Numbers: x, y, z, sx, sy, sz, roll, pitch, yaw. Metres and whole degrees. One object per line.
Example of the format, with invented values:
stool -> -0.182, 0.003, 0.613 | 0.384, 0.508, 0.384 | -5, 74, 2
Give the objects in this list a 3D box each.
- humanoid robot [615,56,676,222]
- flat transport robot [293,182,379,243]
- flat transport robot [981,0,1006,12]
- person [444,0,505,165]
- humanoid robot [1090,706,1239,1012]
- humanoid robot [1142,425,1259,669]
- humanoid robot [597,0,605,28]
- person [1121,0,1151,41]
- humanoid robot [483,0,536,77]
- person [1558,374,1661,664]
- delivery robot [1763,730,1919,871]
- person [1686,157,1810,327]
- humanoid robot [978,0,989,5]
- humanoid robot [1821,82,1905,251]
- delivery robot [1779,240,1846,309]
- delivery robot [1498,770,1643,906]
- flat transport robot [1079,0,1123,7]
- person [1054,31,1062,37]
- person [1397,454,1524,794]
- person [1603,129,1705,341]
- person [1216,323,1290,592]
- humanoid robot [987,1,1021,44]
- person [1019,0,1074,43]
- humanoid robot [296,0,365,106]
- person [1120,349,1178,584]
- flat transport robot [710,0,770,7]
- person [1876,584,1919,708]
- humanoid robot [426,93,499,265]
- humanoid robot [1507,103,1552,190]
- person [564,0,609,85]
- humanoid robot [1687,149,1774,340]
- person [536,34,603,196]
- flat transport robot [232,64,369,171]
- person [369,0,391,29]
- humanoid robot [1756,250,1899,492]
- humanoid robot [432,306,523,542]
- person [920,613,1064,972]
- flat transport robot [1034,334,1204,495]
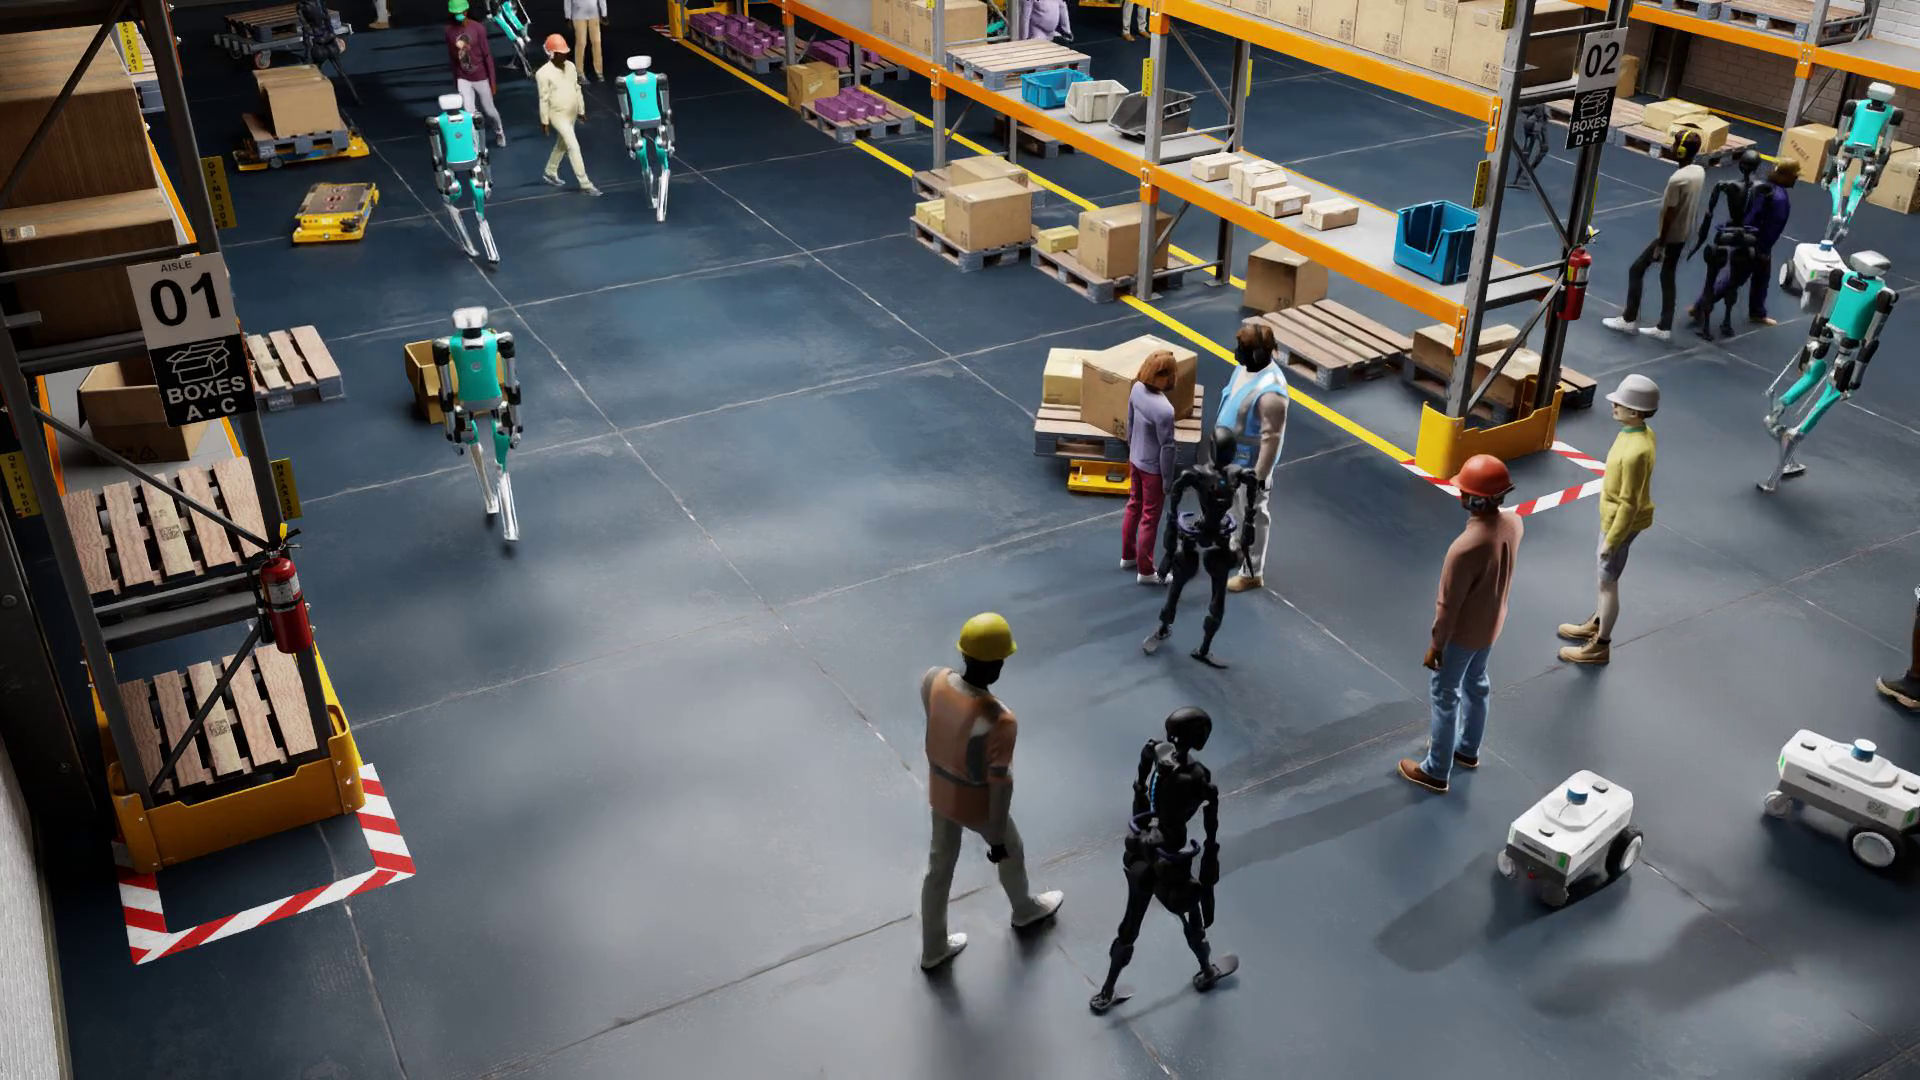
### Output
humanoid robot -> -3.207, -4.137, 17.231 | 0.554, 1.875, 0.817 | -4, 30, -6
flat transport robot -> -6.519, -3.442, 17.401 | 0.659, 0.231, 1.431 | -5, 30, -8
flat transport robot -> 0.575, -8.647, 26.462 | 0.659, 0.231, 1.431 | -9, 31, -15
person -> -5.545, -5.315, 19.008 | 0.507, 1.923, 0.823 | 0, 30, -1
humanoid robot -> 0.956, 1.431, 7.543 | 0.740, 1.626, 0.589 | -19, 35, -29
humanoid robot -> 1.449, 0.019, 9.970 | 0.602, 1.647, 0.467 | -5, 30, -8
humanoid robot -> -5.560, -8.508, 24.855 | 0.608, 1.620, 0.791 | -7, 31, -12
person -> 2.620, -8.212, 24.089 | 0.560, 1.888, 0.399 | -17, 34, -27
humanoid robot -> -6.018, -7.106, 22.383 | 0.866, 1.847, 0.551 | 19, 35, 29
person -> 3.935, -0.107, 9.971 | 0.400, 1.891, 0.470 | 10, 31, 17
delivery robot -> 4.724, 1.323, 8.808 | 0.777, 0.583, 0.499 | 26, 39, 38
person -> 6.953, -2.631, 14.680 | 0.786, 1.582, 0.499 | 8, 31, 13
humanoid robot -> 0.126, -7.808, 23.595 | 0.587, 1.646, 0.449 | 20, 36, 31
humanoid robot -> 8.475, -3.400, 15.880 | 0.569, 1.772, 0.945 | 20, 35, 30
delivery robot -> 7.982, -2.493, 15.460 | 0.499, 0.592, 0.774 | 6, 30, 11
delivery robot -> 3.132, 1.492, 8.531 | 0.773, 0.601, 0.507 | -24, 38, -36
flat transport robot -> 2.336, -8.795, 26.719 | 0.659, 0.231, 1.431 | 6, 30, 11
person -> 1.393, -8.229, 24.150 | 0.437, 1.832, 0.535 | 13, 32, 22
person -> 2.698, 0.449, 8.910 | 0.615, 1.986, 0.402 | -24, 38, -36
person -> 6.069, -2.664, 14.467 | 0.546, 1.840, 0.726 | -21, 36, -32
person -> 1.859, -0.541, 10.774 | 0.429, 1.841, 0.632 | -4, 30, -7
humanoid robot -> 0.501, -7.132, 22.360 | 0.961, 1.763, 0.532 | 7, 31, 12
person -> 1.098, -6.350, 20.863 | 1.007, 1.863, 0.648 | 21, 36, 32
humanoid robot -> -8.037, -6.267, 20.962 | 0.831, 1.616, 0.613 | 9, 31, 15
person -> 1.251, -0.484, 10.879 | 0.264, 1.631, 0.506 | -12, 32, -19
flat transport robot -> -3.262, -8.685, 26.528 | 1.431, 0.231, 0.659 | -8, 31, -13
person -> 5.891, 0.092, 9.586 | 0.637, 1.923, 0.462 | -1, 30, -1
humanoid robot -> -4.796, -3.482, 16.018 | 0.535, 1.734, 1.010 | -12, 32, -20
humanoid robot -> 6.273, -4.626, 18.047 | 0.404, 1.645, 0.602 | 11, 32, 19
person -> -4.947, -6.965, 22.056 | 0.567, 1.735, 0.396 | -24, 37, -35
humanoid robot -> 6.691, -2.564, 14.469 | 0.601, 1.644, 0.384 | 2, 30, 3
person -> -4.302, -4.627, 18.013 | 0.872, 1.709, 0.570 | 14, 33, 23
flat transport robot -> -7.670, -4.546, 19.324 | 1.431, 0.231, 0.659 | -15, 33, -24
person -> -8.772, -8.535, 24.701 | 0.465, 1.828, 0.653 | -7, 31, -11
humanoid robot -> 6.124, -1.143, 12.027 | 0.806, 1.881, 0.555 | -11, 32, -19
humanoid robot -> -3.271, -0.842, 11.409 | 0.537, 1.742, 1.005 | -9, 31, -15
person -> 0.128, 1.139, 7.808 | 0.608, 1.884, 0.919 | 25, 38, 36
flat transport robot -> 1.224, -0.749, 12.714 | 0.659, 0.231, 1.431 | 5, 30, 8
